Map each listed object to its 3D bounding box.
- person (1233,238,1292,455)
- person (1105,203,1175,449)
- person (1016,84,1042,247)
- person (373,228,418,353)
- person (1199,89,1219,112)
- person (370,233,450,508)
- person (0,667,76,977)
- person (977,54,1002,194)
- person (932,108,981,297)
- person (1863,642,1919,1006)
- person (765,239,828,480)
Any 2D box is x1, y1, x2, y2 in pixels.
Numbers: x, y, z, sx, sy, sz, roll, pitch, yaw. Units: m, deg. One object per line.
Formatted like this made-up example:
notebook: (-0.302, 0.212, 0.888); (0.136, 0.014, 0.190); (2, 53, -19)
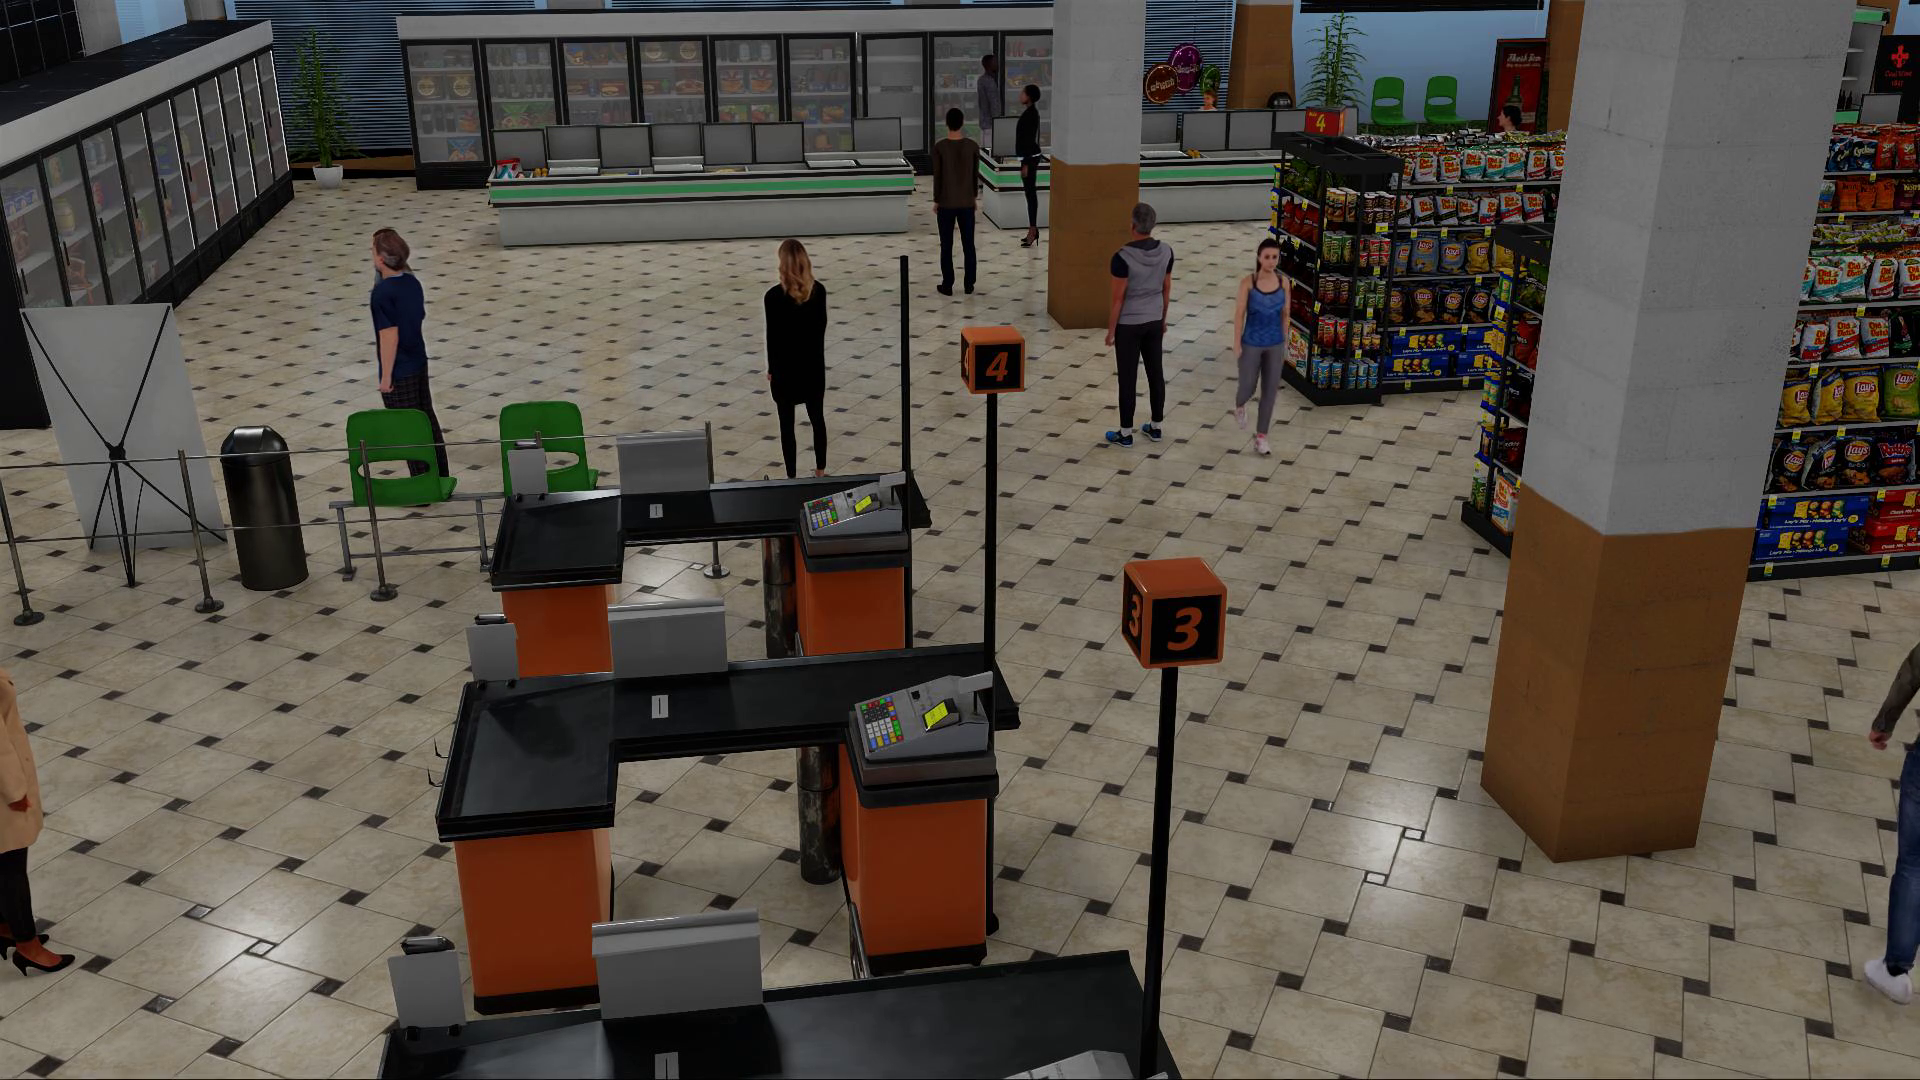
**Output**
person: (2.244, -1.461, 12.428); (0.784, 1.596, 0.653); (-2, 22, -6)
person: (1.358, -1.613, 12.494); (0.621, 1.830, 0.814); (-11, 24, -25)
person: (0.810, -4.342, 19.282); (0.621, 1.834, 0.649); (3, 22, 8)
person: (-4.118, -1.457, 12.276); (0.676, 1.703, 0.739); (14, 26, 32)
person: (3.431, -5.578, 23.056); (0.561, 1.313, 0.613); (20, 29, 40)
person: (-3.771, -1.157, 11.305); (0.689, 1.871, 0.732); (5, 22, 13)
person: (-3.747, 0.915, 6.401); (0.709, 1.682, 0.734); (19, 29, 39)
person: (0.379, -5.580, 22.358); (0.572, 1.838, 0.720); (-6, 23, -16)
person: (-0.040, -3.456, 17.003); (0.519, 1.888, 0.718); (-5, 22, -13)
person: (3.753, 0.910, 6.244); (1.247, 1.808, 1.270); (11, 24, 25)
person: (-1.113, -1.175, 11.442); (0.604, 1.802, 0.739); (-14, 26, -30)
